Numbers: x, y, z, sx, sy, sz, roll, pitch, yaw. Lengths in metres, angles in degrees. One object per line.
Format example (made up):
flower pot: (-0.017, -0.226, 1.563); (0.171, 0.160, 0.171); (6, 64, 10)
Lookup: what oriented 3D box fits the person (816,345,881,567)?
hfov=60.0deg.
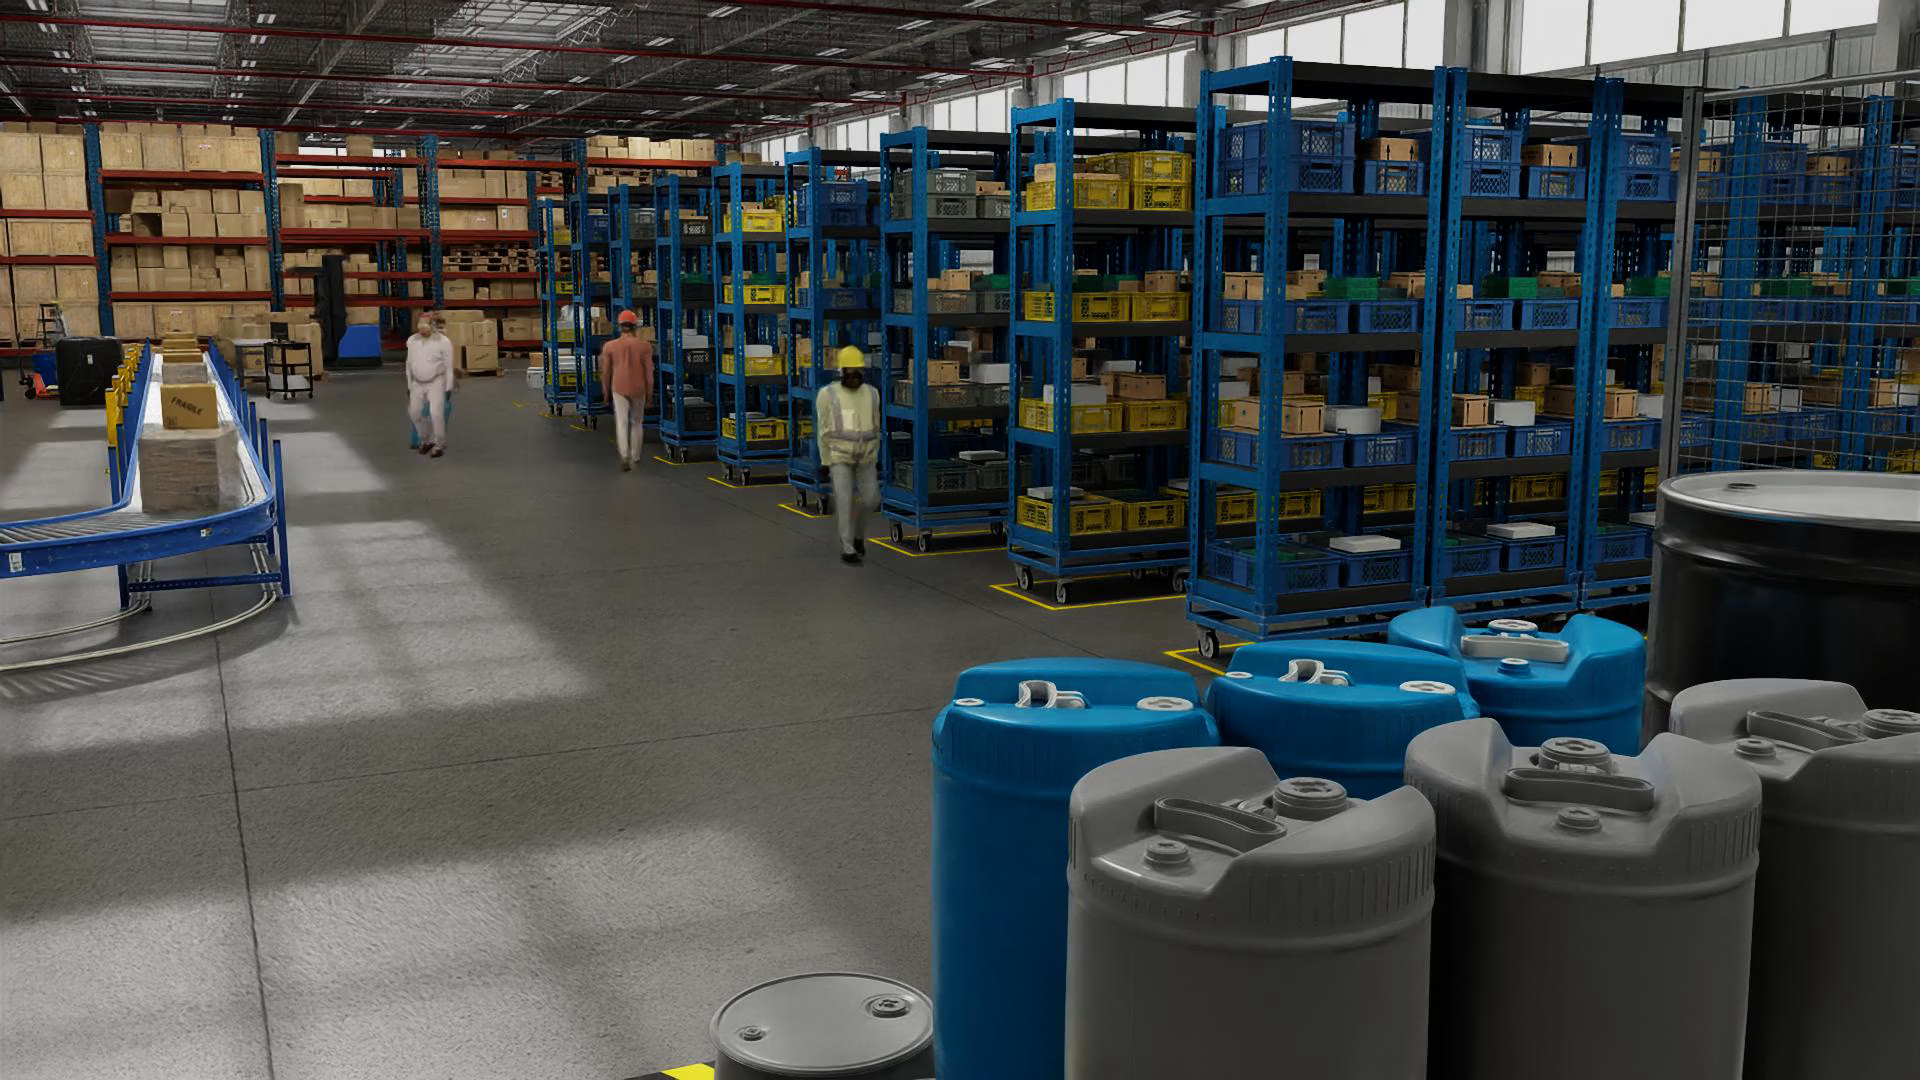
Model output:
person: (-0.894, -0.685, 13.626); (0.596, 1.818, 0.423); (-5, 10, -27)

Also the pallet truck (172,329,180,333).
pallet truck: (-17.275, -3.851, 35.096); (1.601, 1.201, 0.680); (0, 9, 1)

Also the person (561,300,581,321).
person: (-9.433, -5.063, 40.404); (0.606, 1.941, 0.412); (3, 10, 18)

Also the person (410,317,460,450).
person: (-7.179, -2.120, 22.605); (0.592, 1.797, 0.588); (3, 10, 19)

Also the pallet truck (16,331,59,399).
pallet truck: (-17.082, -3.353, 31.781); (1.630, 1.274, 0.653); (-4, 10, -25)

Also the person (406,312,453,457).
person: (-6.906, -2.010, 21.614); (0.669, 1.889, 0.443); (2, 9, 10)

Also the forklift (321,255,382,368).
forklift: (-15.438, -5.648, 41.130); (1.873, 2.768, 1.129); (-6, 11, -34)

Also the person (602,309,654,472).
person: (-4.033, -1.816, 20.208); (0.622, 1.966, 0.929); (-2, 9, -11)

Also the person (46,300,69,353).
person: (-19.550, -4.265, 35.906); (0.870, 1.790, 0.623); (-5, 11, -30)

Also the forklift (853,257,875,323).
forklift: (-2.790, -6.739, 47.901); (1.873, 2.768, 1.129); (-4, 10, -25)
